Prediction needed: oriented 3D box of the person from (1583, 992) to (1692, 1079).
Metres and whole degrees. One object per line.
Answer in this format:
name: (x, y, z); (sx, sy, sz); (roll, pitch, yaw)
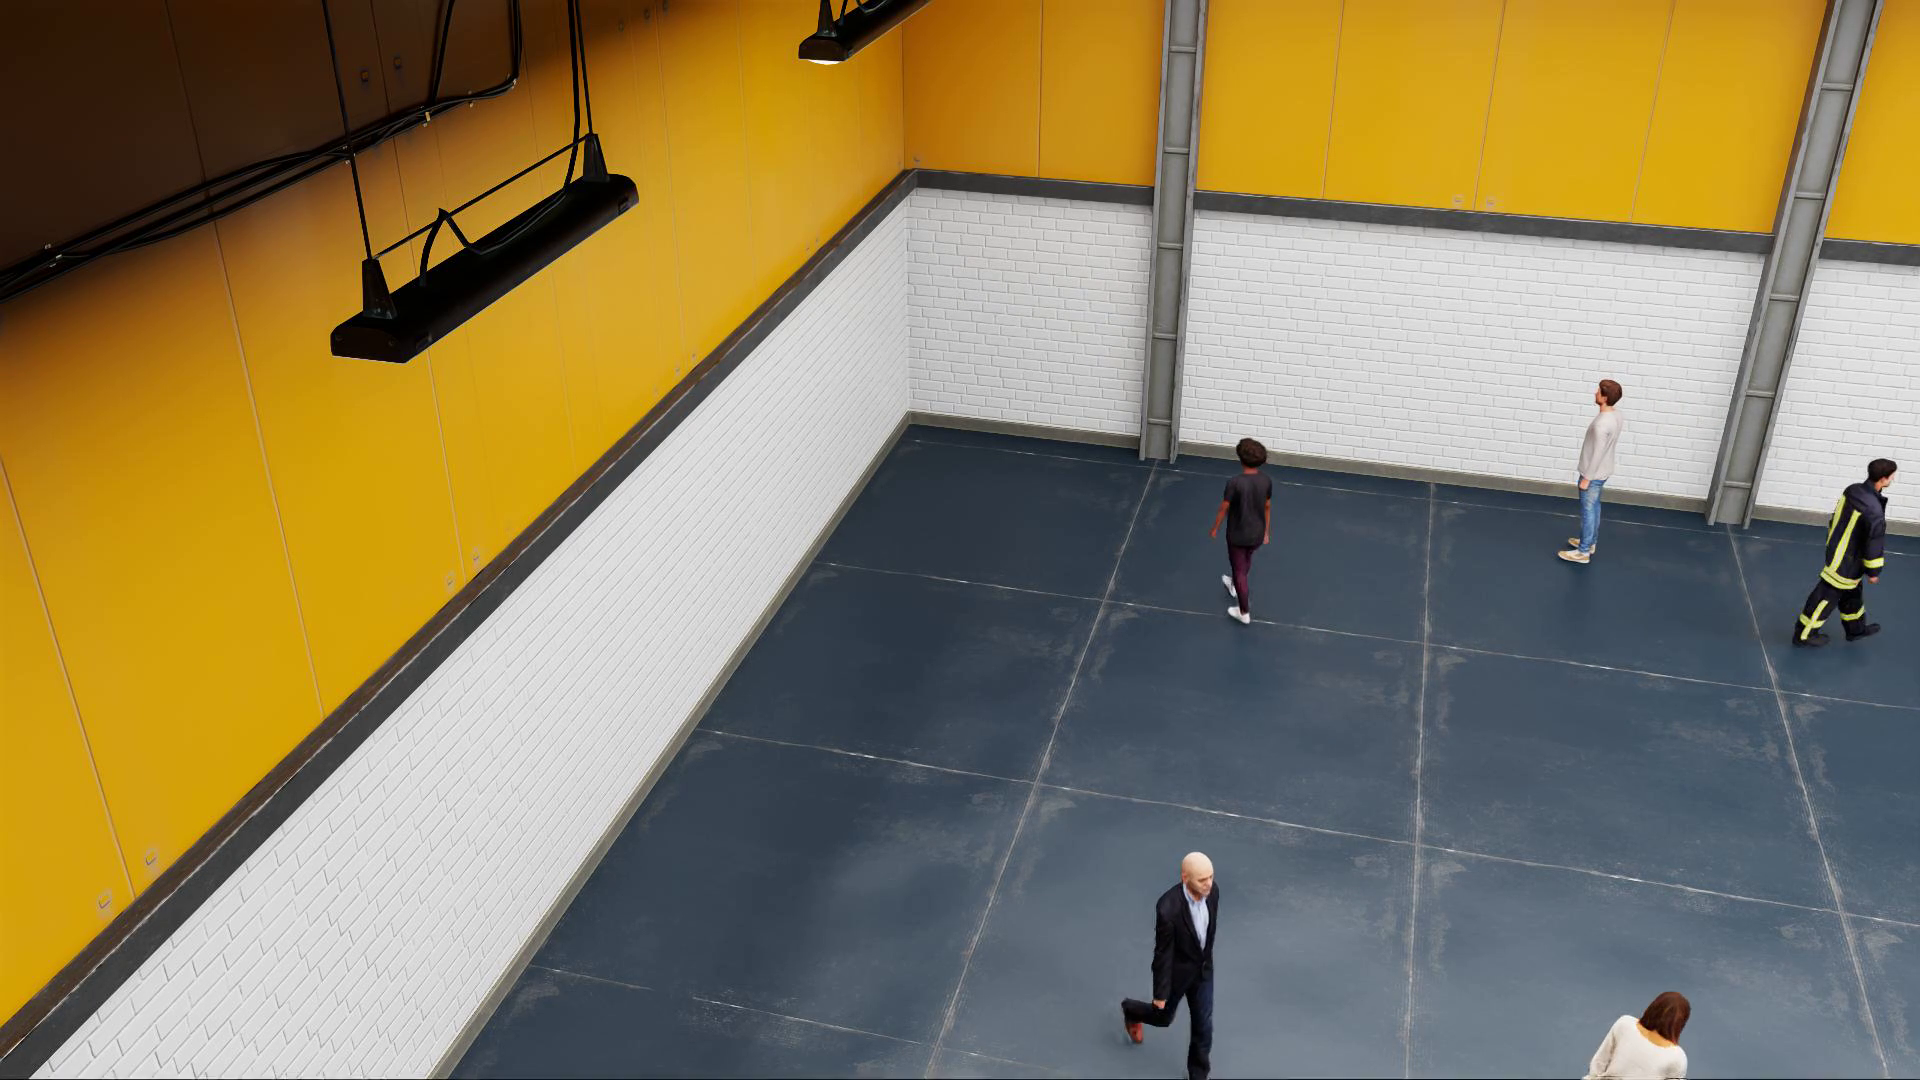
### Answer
person: (3.684, 3.246, 9.408); (1.013, 1.633, 0.986); (-25, 37, -37)

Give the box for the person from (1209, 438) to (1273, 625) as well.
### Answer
person: (2.666, -0.047, 15.324); (1.014, 1.750, 1.053); (-14, 32, -24)

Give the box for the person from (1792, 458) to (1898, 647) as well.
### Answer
person: (7.831, 0.137, 14.833); (1.094, 1.897, 0.906); (3, 29, 5)

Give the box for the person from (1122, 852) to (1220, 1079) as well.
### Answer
person: (1.337, 2.647, 10.357); (1.155, 1.776, 1.228); (-17, 33, -28)

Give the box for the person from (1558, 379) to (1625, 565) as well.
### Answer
person: (6.242, -0.678, 16.320); (0.699, 1.902, 0.739); (19, 34, 31)
